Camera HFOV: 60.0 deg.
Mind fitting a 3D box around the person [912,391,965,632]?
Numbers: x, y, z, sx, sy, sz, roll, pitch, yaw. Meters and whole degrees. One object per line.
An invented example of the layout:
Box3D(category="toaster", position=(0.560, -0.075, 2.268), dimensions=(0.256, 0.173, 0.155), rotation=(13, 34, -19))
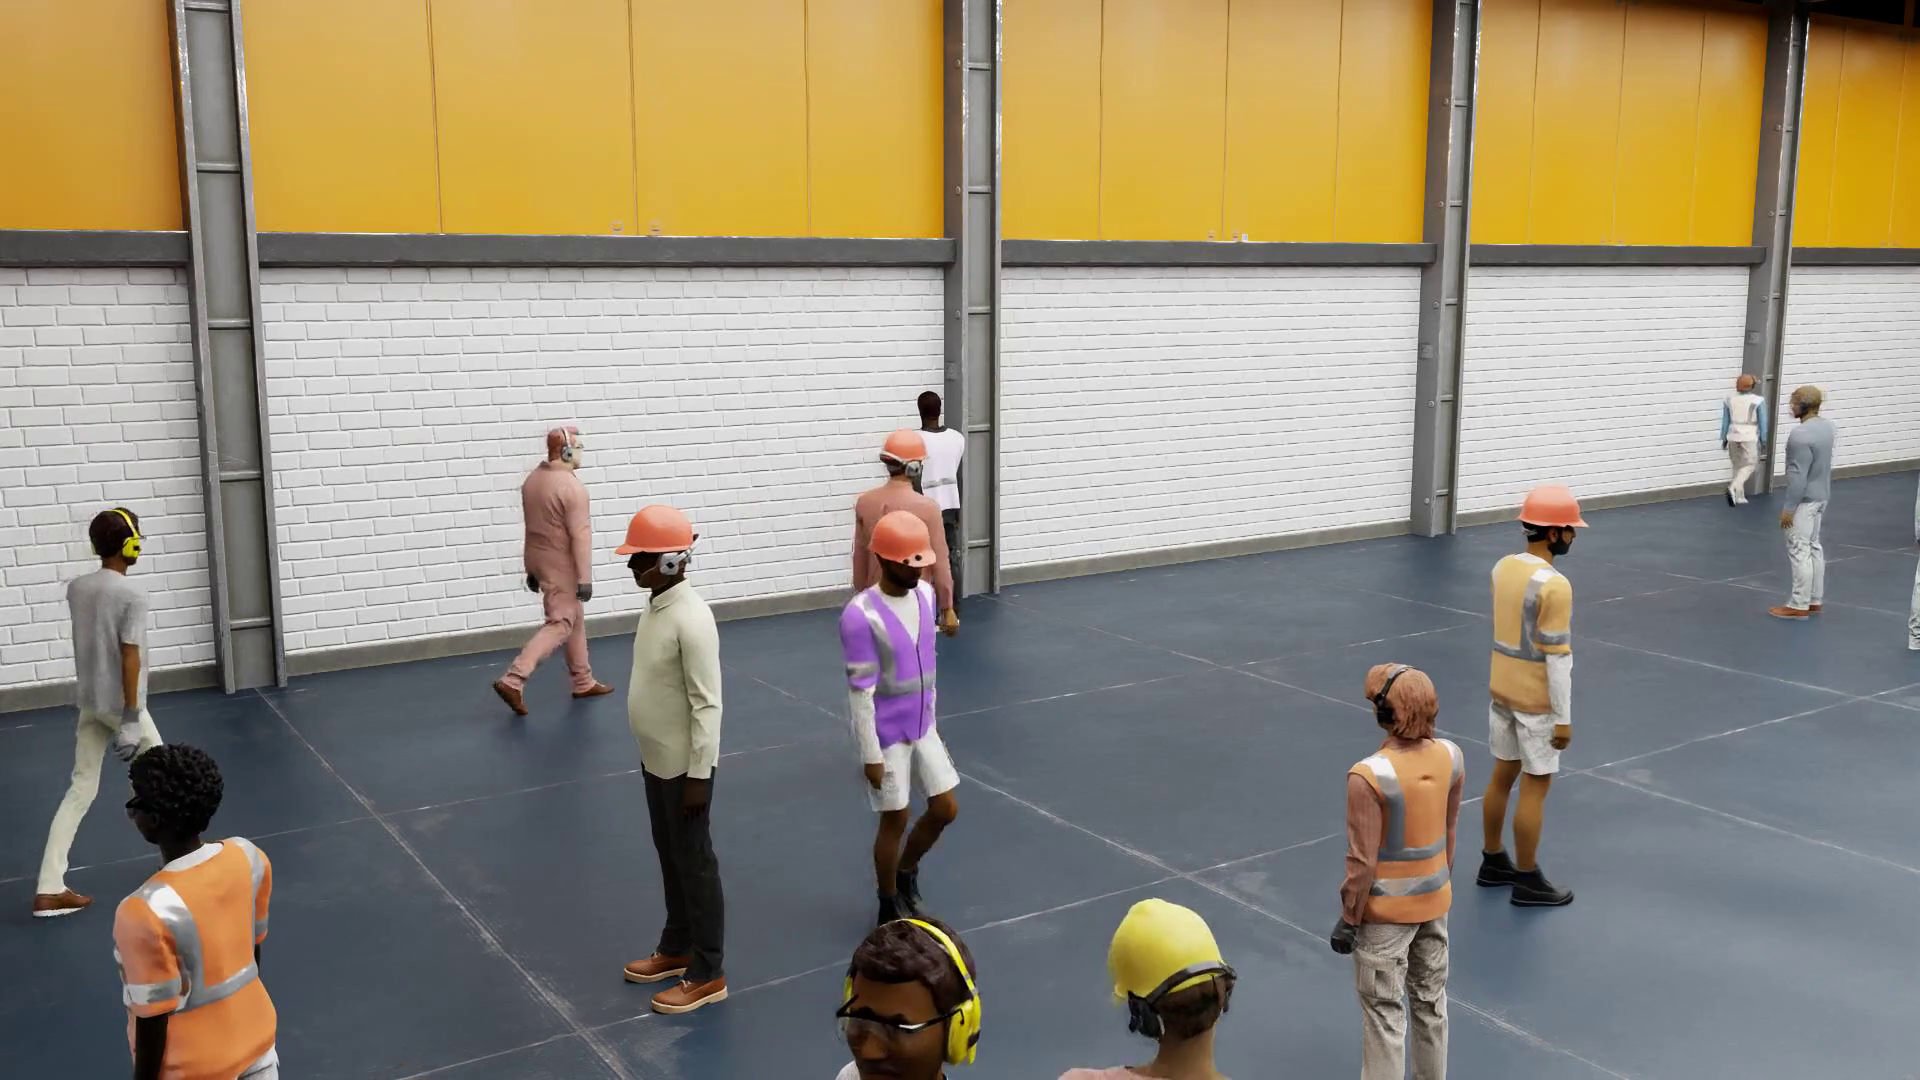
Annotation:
Box3D(category="person", position=(-0.202, -0.222, 13.226), dimensions=(0.590, 1.915, 0.398), rotation=(-9, 13, -43))

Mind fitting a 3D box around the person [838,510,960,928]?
Box3D(category="person", position=(-0.246, 0.808, 7.022), dimensions=(0.447, 1.909, 0.578), rotation=(8, 12, 39))

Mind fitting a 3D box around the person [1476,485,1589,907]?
Box3D(category="person", position=(2.620, 0.707, 7.579), dimensions=(0.382, 1.934, 0.541), rotation=(-2, 10, -13))

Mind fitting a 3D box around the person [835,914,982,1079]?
Box3D(category="person", position=(-0.091, 1.527, 2.807), dimensions=(0.319, 1.876, 0.532), rotation=(-8, 12, -40))

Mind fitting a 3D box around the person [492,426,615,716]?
Box3D(category="person", position=(-2.682, 0.192, 10.879), dimensions=(0.889, 1.877, 0.655), rotation=(-8, 12, -40))

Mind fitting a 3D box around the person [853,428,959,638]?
Box3D(category="person", position=(-0.303, 0.342, 9.627), dimensions=(0.631, 1.986, 0.462), rotation=(9, 13, 42))

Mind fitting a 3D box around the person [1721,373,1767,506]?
Box3D(category="person", position=(9.394, -1.202, 19.999), dimensions=(0.681, 1.617, 0.522), rotation=(-7, 12, -36))

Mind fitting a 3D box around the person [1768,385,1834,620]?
Box3D(category="person", position=(6.950, -0.299, 13.669), dimensions=(0.393, 1.931, 0.666), rotation=(9, 13, 44))

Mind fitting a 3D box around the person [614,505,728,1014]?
Box3D(category="person", position=(-1.135, 0.847, 6.539), dimensions=(0.390, 1.992, 0.624), rotation=(-5, 11, -28))

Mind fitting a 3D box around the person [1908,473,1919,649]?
Box3D(category="person", position=(7.388, -0.006, 12.435), dimensions=(0.295, 1.743, 0.493), rotation=(-4, 10, -20))

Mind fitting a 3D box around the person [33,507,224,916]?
Box3D(category="person", position=(-3.896, 0.761, 7.637), dimensions=(0.550, 1.813, 0.995), rotation=(3, 10, 20))

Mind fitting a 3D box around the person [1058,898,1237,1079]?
Box3D(category="person", position=(0.430, 1.536, 3.222), dimensions=(0.539, 1.716, 0.804), rotation=(3, 10, 15))

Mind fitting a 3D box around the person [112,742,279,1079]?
Box3D(category="person", position=(-1.988, 1.358, 4.356), dimensions=(0.321, 1.697, 0.530), rotation=(2, 10, 11))

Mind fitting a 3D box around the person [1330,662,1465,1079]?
Box3D(category="person", position=(1.427, 1.207, 5.433), dimensions=(0.513, 1.642, 0.311), rotation=(-7, 11, -35))
